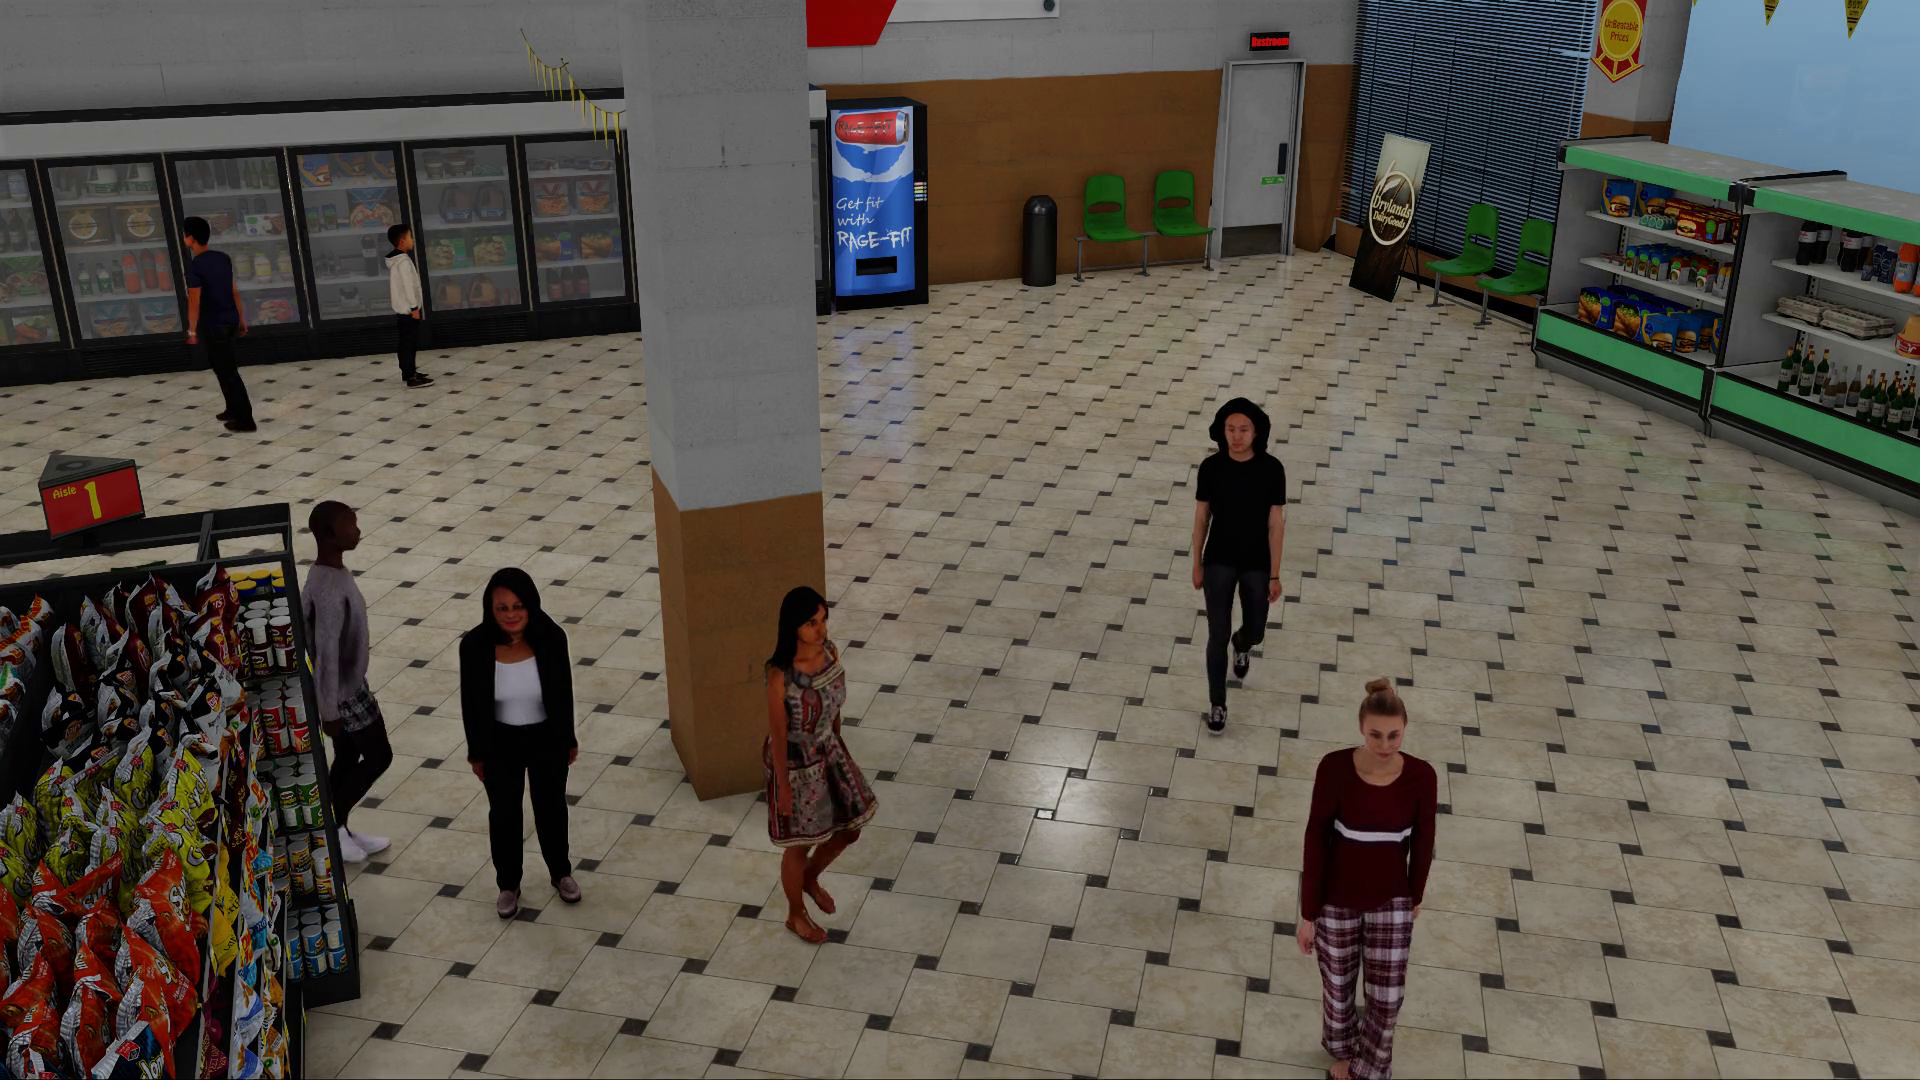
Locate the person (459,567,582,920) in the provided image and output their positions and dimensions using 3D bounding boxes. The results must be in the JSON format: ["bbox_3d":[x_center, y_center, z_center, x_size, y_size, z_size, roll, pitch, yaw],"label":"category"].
[{"bbox_3d":[-1.910,0.869,7.261,0.647,1.617,0.627,-10,24,-22],"label":"person"}]

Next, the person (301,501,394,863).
[{"bbox_3d":[-2.890,0.694,7.514,0.684,1.752,0.571,-7,23,-16],"label":"person"}]

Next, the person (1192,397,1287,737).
[{"bbox_3d":[1.505,0.095,8.929,0.923,1.808,1.088,4,22,10],"label":"person"}]

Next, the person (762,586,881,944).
[{"bbox_3d":[-0.710,0.940,7.063,0.790,1.633,0.764,20,29,40],"label":"person"}]

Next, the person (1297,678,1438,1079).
[{"bbox_3d":[1.474,1.282,6.144,0.770,1.683,0.823,4,22,9],"label":"person"}]

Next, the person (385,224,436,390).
[{"bbox_3d":[-4.947,-2.086,14.834,0.644,1.453,0.460,-10,24,-22],"label":"person"}]

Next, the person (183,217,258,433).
[{"bbox_3d":[-5.941,-1.730,13.513,0.851,1.776,0.774,5,22,12],"label":"person"}]
